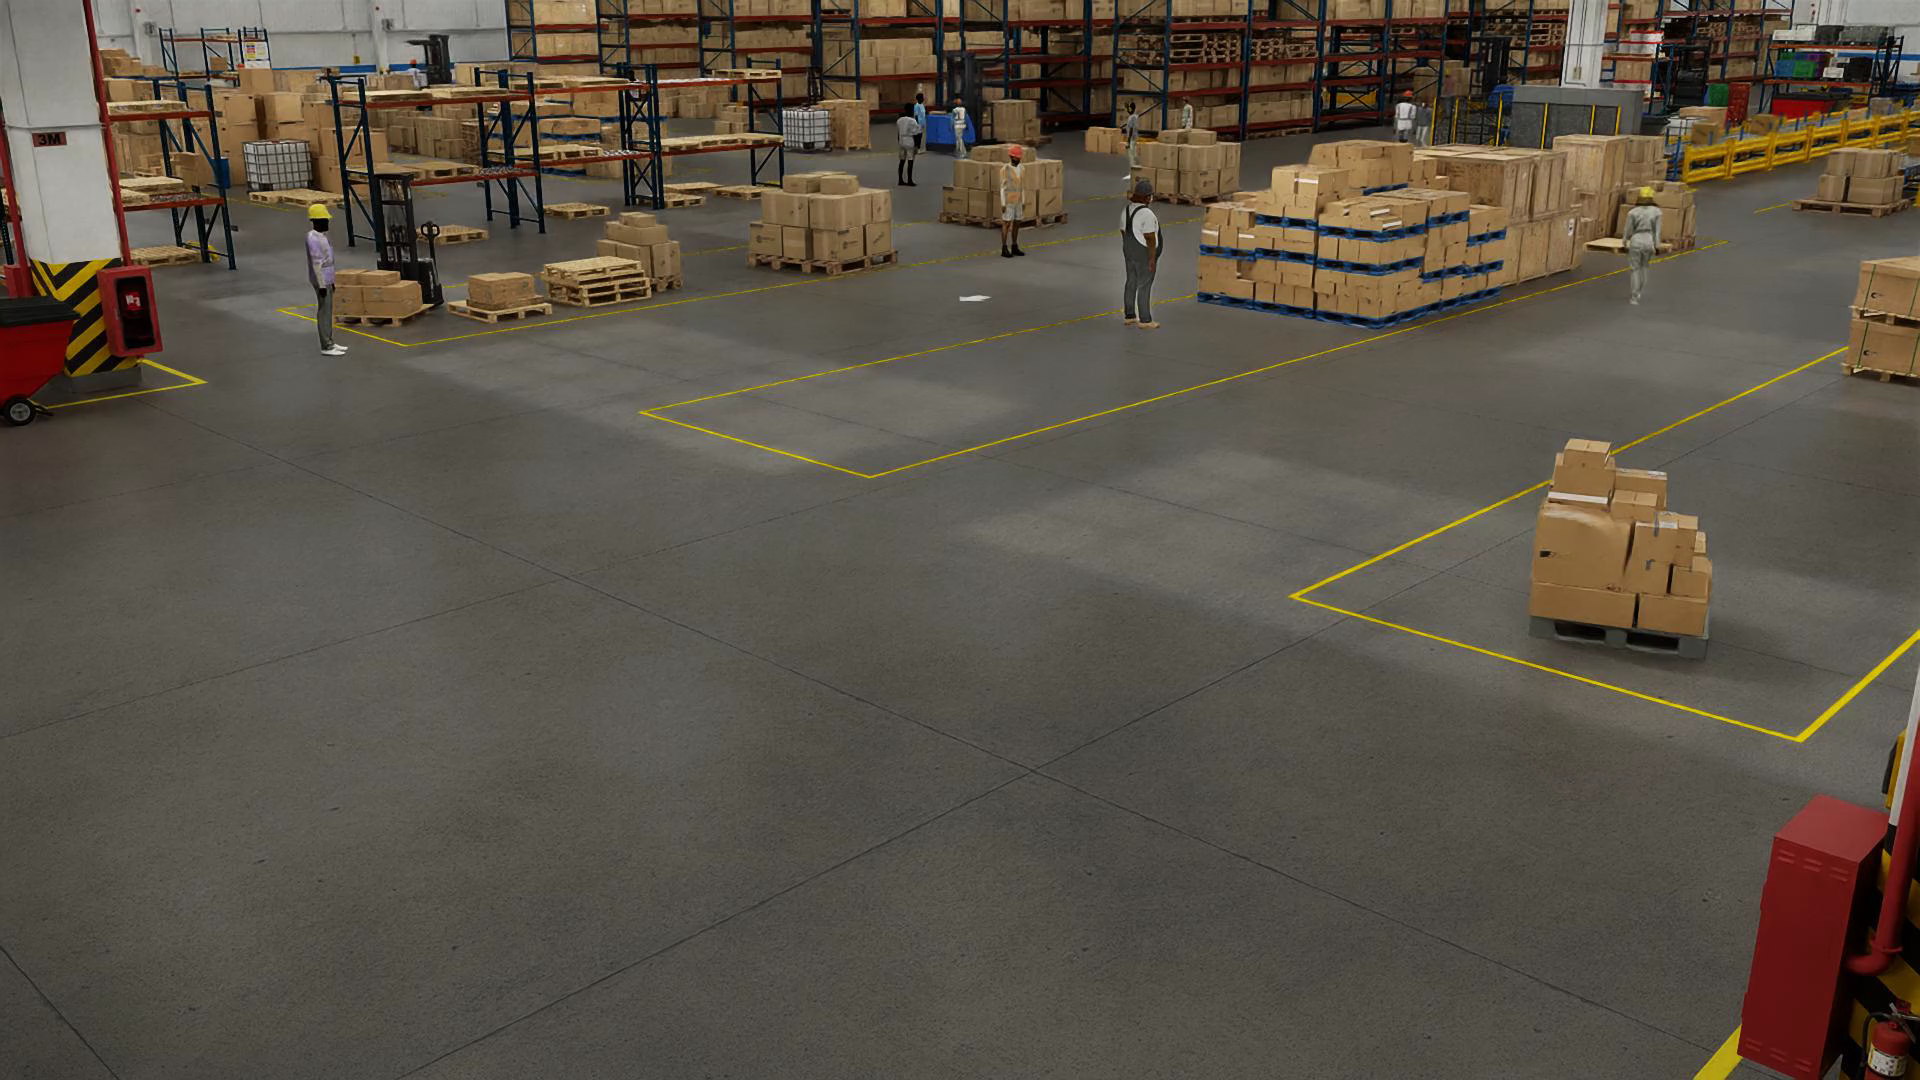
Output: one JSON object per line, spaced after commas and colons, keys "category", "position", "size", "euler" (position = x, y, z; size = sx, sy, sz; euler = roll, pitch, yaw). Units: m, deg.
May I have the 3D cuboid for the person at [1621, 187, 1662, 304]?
{"category": "person", "position": [10.194, -4.441, 24.974], "size": [0.511, 1.705, 0.823], "euler": [3, 19, 8]}

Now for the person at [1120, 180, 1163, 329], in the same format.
{"category": "person", "position": [2.540, -3.959, 23.021], "size": [0.538, 2.000, 0.682], "euler": [-10, 21, -28]}

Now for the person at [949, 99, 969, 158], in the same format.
{"category": "person", "position": [-0.058, -11.477, 46.358], "size": [0.848, 1.593, 0.599], "euler": [17, 25, 42]}

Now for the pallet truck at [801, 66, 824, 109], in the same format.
{"category": "pallet truck", "position": [-4.812, -15.182, 56.903], "size": [0.823, 1.965, 1.885], "euler": [-9, 21, -26]}

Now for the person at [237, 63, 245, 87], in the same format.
{"category": "person", "position": [-25.561, -16.010, 59.401], "size": [0.611, 1.995, 0.380], "euler": [9, 20, 26]}

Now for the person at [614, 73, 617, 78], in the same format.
{"category": "person", "position": [-11.021, -14.064, 53.625], "size": [0.633, 1.938, 0.356], "euler": [3, 19, 9]}

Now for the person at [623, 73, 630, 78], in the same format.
{"category": "person", "position": [-11.419, -15.042, 56.785], "size": [0.856, 1.819, 0.630], "euler": [-16, 24, -40]}

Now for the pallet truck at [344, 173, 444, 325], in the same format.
{"category": "pallet truck", "position": [-8.209, -4.181, 23.757], "size": [0.823, 1.965, 1.885], "euler": [3, 19, 9]}

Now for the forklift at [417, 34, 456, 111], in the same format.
{"category": "forklift", "position": [-20.017, -18.105, 64.331], "size": [1.129, 2.768, 1.873], "euler": [17, 25, 41]}

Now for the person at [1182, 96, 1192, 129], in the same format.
{"category": "person", "position": [6.421, -11.732, 47.070], "size": [0.313, 1.637, 0.513], "euler": [7, 20, 21]}

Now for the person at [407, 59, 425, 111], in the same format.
{"category": "person", "position": [-20.916, -17.464, 63.870], "size": [0.546, 1.939, 0.375], "euler": [6, 19, 17]}

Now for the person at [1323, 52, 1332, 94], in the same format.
{"category": "person", "position": [16.455, -20.986, 74.653], "size": [0.555, 1.827, 0.649], "euler": [-15, 23, -37]}

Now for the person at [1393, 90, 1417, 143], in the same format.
{"category": "person", "position": [12.025, -11.129, 44.811], "size": [0.580, 1.914, 0.681], "euler": [12, 22, 33]}

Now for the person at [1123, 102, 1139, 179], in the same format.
{"category": "person", "position": [4.230, -9.854, 41.059], "size": [0.327, 1.865, 0.520], "euler": [9, 20, 24]}

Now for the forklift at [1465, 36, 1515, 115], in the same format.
{"category": "forklift", "position": [19.973, -17.201, 61.605], "size": [1.873, 2.768, 1.129], "euler": [16, 24, 40]}

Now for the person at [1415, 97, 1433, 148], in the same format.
{"category": "person", "position": [13.034, -11.610, 46.732], "size": [0.510, 1.617, 0.438], "euler": [14, 23, 37]}

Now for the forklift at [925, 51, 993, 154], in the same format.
{"category": "forklift", "position": [-0.013, -12.538, 47.557], "size": [1.129, 2.768, 1.873], "euler": [17, 25, 41]}

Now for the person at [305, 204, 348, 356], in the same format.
{"category": "person", "position": [-8.139, -3.334, 21.316], "size": [0.367, 1.927, 0.590], "euler": [-4, 19, -11]}

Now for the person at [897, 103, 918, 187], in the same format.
{"category": "person", "position": [-1.238, -9.366, 39.452], "size": [0.606, 1.958, 0.378], "euler": [15, 24, 38]}

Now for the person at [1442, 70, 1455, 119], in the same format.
{"category": "person", "position": [17.619, -16.088, 60.035], "size": [0.538, 1.731, 0.442], "euler": [-13, 22, -34]}

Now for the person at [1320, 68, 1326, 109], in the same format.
{"category": "person", "position": [13.387, -16.899, 62.013], "size": [0.387, 2.038, 0.605], "euler": [-5, 19, -15]}

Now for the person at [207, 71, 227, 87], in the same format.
{"category": "person", "position": [-24.604, -14.576, 55.210], "size": [0.648, 1.908, 0.819], "euler": [-9, 20, -25]}

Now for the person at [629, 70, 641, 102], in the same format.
{"category": "person", "position": [-11.035, -14.876, 56.105], "size": [0.597, 1.916, 0.371], "euler": [-10, 21, -27]}

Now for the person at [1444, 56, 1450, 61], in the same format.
{"category": "person", "position": [19.937, -18.861, 68.152], "size": [0.689, 1.883, 0.680], "euler": [-8, 20, -24]}

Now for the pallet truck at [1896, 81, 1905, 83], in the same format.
{"category": "pallet truck", "position": [34.802, -16.331, 61.455], "size": [0.653, 1.274, 1.630], "euler": [17, 25, 41]}

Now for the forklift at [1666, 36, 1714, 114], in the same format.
{"category": "forklift", "position": [27.341, -17.291, 61.877], "size": [1.129, 2.768, 1.873], "euler": [17, 25, 41]}

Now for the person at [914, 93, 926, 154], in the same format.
{"category": "person", "position": [-1.145, -11.851, 47.337], "size": [0.317, 1.695, 0.540], "euler": [7, 20, 20]}

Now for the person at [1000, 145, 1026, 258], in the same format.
{"category": "person", "position": [0.953, -5.926, 29.115], "size": [0.551, 1.932, 0.377], "euler": [-16, 24, -39]}
